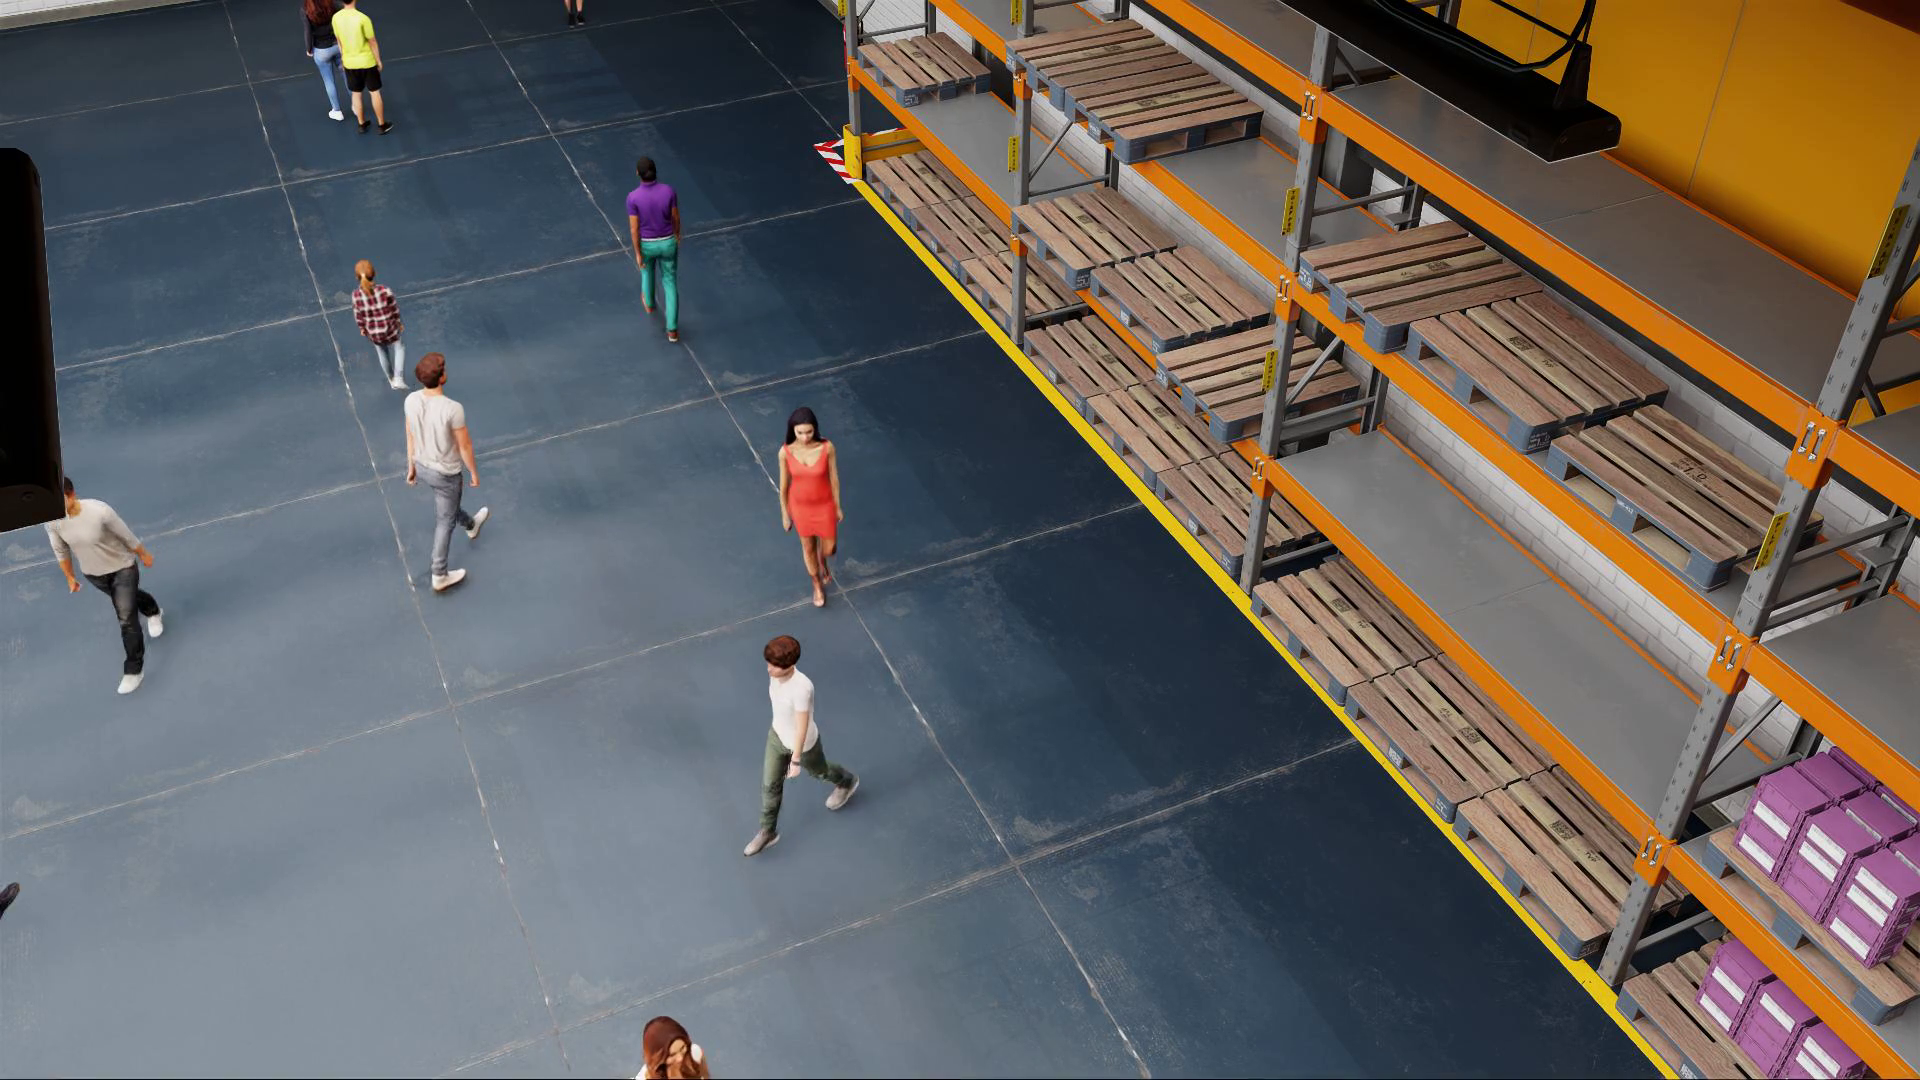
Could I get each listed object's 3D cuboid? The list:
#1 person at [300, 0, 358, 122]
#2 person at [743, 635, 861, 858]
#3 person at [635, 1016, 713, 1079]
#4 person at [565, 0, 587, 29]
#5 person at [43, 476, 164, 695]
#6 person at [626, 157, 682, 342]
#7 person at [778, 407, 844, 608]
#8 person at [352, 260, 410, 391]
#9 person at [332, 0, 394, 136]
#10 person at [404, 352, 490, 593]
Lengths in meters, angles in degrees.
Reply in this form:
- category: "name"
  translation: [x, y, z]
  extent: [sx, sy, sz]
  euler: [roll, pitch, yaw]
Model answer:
- category: "person"
  translation: [-7.255, -5.657, 19.135]
  extent: [0.685, 1.634, 0.627]
  euler: [-25, 45, -28]
- category: "person"
  translation: [-0.968, 1.234, 10.521]
  extent: [1.166, 1.615, 0.931]
  euler: [31, 48, 33]
- category: "person"
  translation: [-1.452, 2.919, 8.282]
  extent: [0.736, 1.776, 0.832]
  euler: [-30, 48, -32]
- category: "person"
  translation: [-5.024, -7.394, 21.465]
  extent: [0.516, 1.440, 0.529]
  euler: [-15, 41, -18]
- category: "person"
  translation: [-5.993, 0.139, 11.792]
  extent: [0.990, 1.739, 1.269]
  euler: [-3, 39, -3]
- category: "person"
  translation: [-2.755, -2.643, 15.283]
  extent: [0.740, 1.731, 1.100]
  euler: [-10, 40, -12]
- category: "person"
  translation: [-1.103, -0.294, 12.357]
  extent: [0.717, 1.711, 0.766]
  euler: [-5, 39, -6]
- category: "person"
  translation: [-5.092, -1.853, 14.639]
  extent: [0.621, 1.300, 0.712]
  euler: [-7, 39, -8]
- category: "person"
  translation: [-6.790, -5.427, 18.790]
  extent: [0.688, 1.705, 0.694]
  euler: [2, 39, 3]
- category: "person"
  translation: [-3.950, -0.471, 12.483]
  extent: [1.173, 1.831, 1.216]
  euler: [14, 41, 17]
